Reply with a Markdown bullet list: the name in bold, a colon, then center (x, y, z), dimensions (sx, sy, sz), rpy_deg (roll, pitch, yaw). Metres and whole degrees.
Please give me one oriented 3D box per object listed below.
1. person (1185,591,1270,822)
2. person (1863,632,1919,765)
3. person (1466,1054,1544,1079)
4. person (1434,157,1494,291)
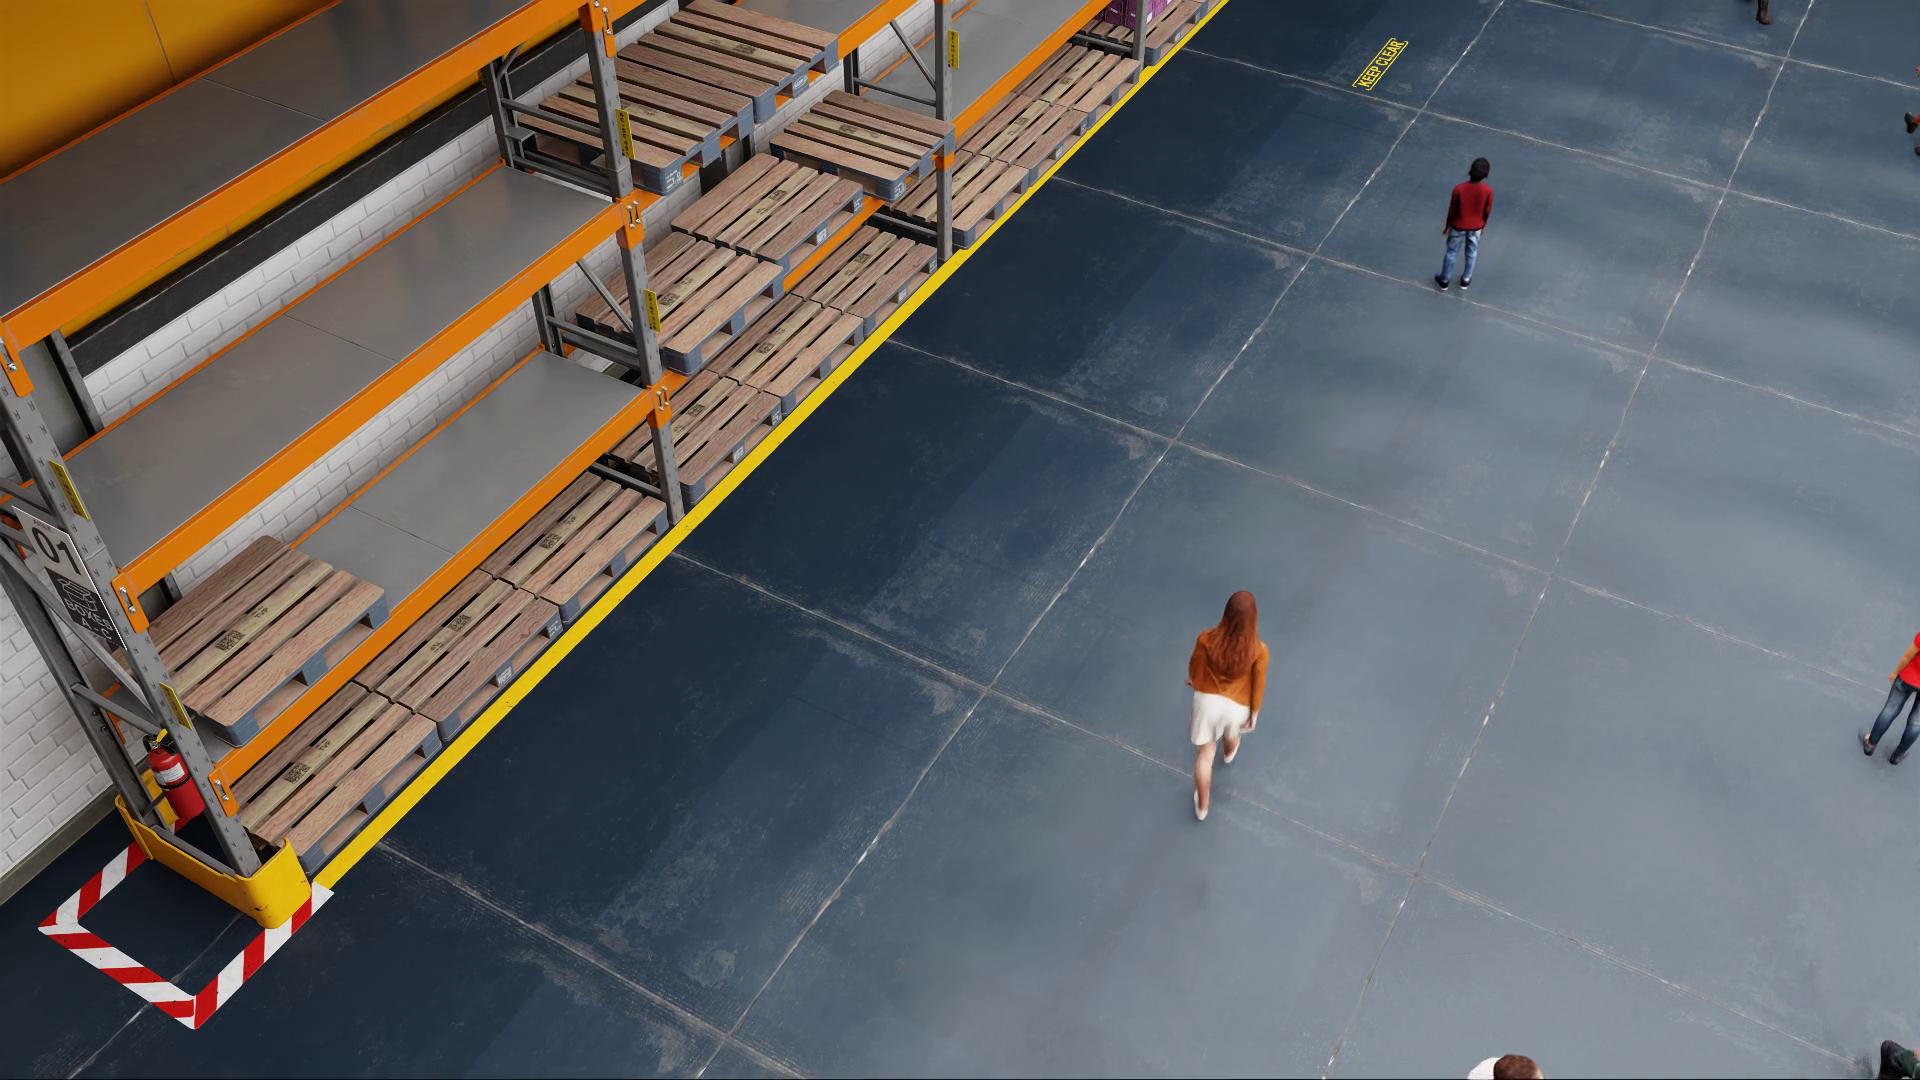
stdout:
- **person**: center (1.564, 1.050, 9.983), dimensions (0.812, 1.686, 1.053), rpy_deg (8, 44, 8)
- **person**: center (6.016, 0.898, 10.416), dimensions (0.500, 1.310, 0.481), rpy_deg (25, 49, 24)
- **person**: center (2.384, 2.923, 7.901), dimensions (0.756, 1.848, 0.574), rpy_deg (13, 45, 14)
- **person**: center (4.337, -2.706, 14.239), dimensions (0.577, 1.255, 0.599), rpy_deg (2, 44, 2)
